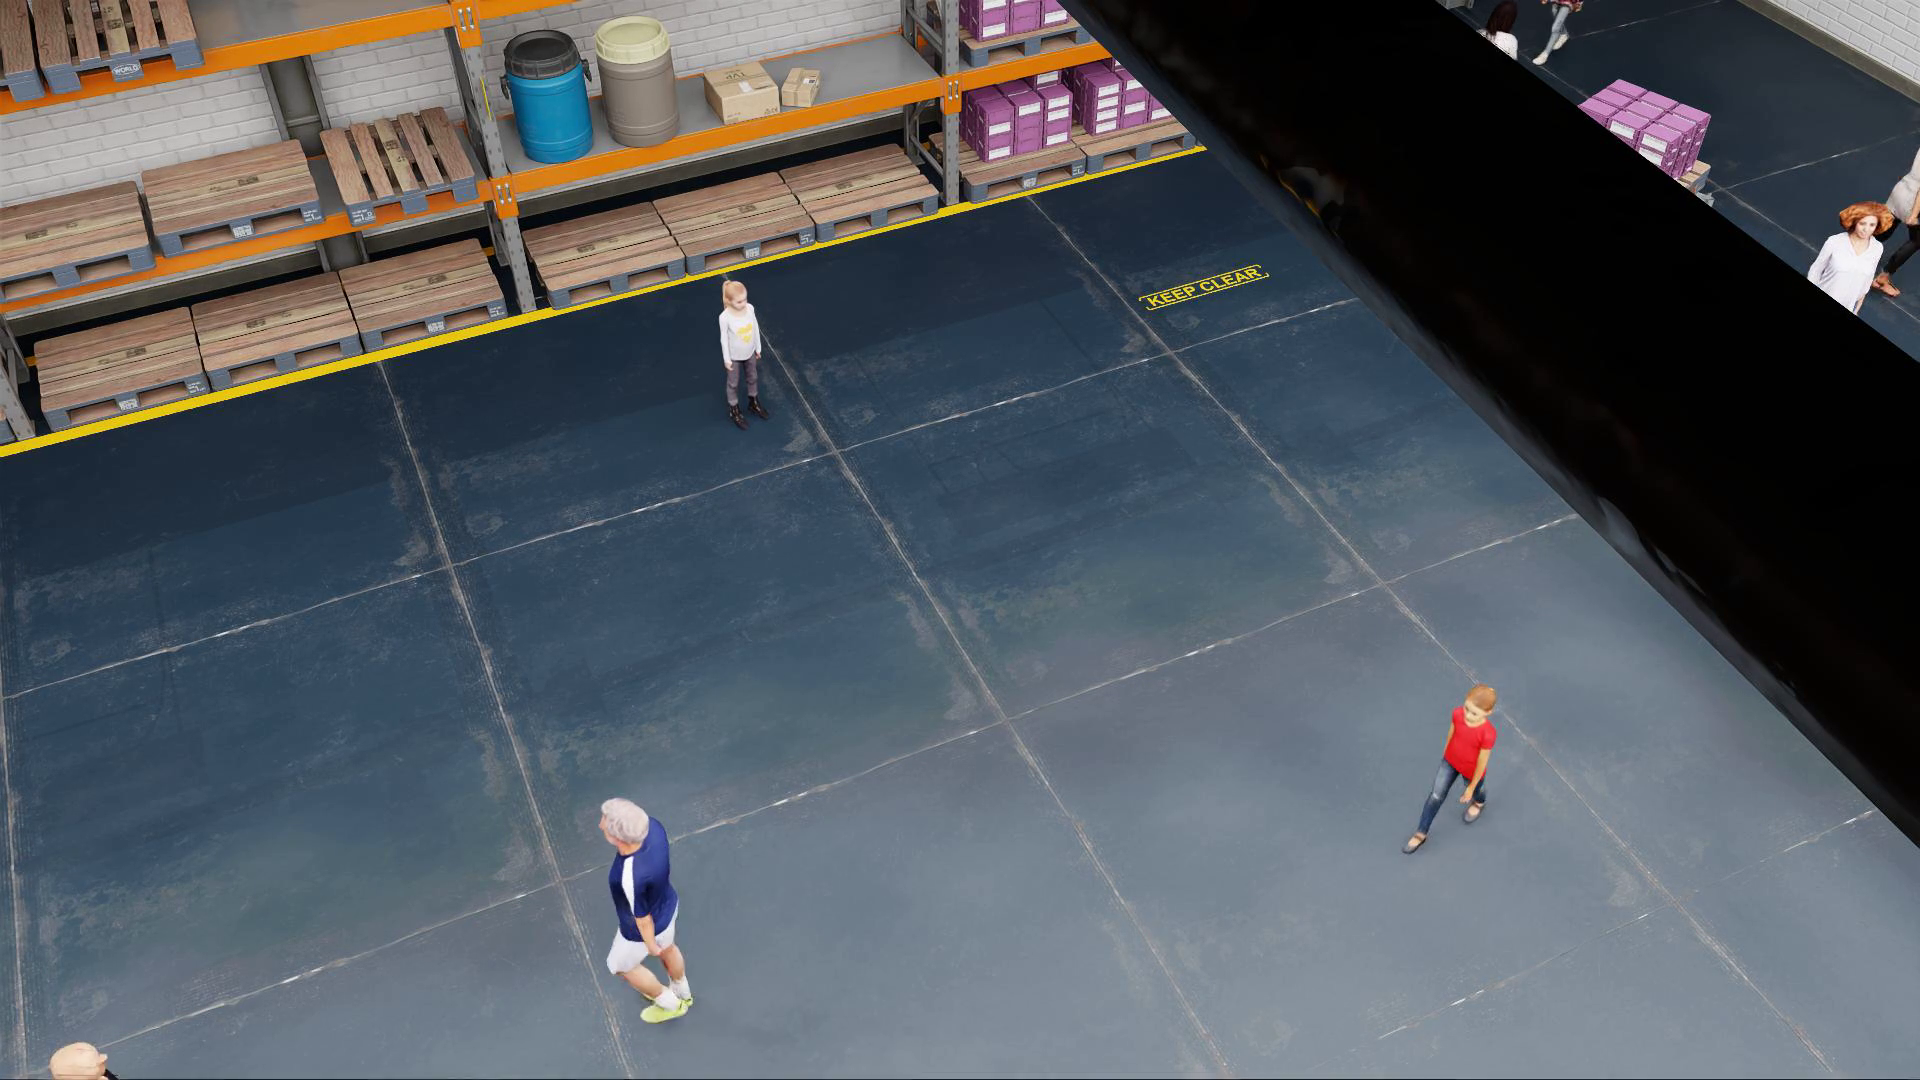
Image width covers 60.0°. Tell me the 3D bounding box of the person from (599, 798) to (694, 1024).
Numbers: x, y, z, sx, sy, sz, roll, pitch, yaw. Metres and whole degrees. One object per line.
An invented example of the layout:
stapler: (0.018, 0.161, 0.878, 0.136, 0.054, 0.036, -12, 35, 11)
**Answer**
person: (-1.583, 1.976, 8.808, 0.786, 1.825, 0.752, 6, 44, 6)

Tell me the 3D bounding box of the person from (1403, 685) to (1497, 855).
person: (3.051, 1.314, 9.893, 0.961, 1.285, 0.647, -30, 51, -27)

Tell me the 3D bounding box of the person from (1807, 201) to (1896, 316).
person: (6.788, -1.887, 12.944, 0.733, 1.712, 0.812, 8, 44, 9)

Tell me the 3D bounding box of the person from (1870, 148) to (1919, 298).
person: (7.817, -2.814, 13.851, 0.819, 1.803, 0.786, -2, 44, -2)

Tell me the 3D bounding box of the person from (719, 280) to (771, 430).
person: (-1.696, -1.455, 12.805, 0.495, 1.278, 0.594, -29, 51, -27)

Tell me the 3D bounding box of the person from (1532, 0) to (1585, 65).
person: (6.267, -5.596, 17.146, 0.959, 1.286, 0.681, -29, 51, -27)

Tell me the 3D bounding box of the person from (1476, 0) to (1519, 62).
person: (4.831, -4.162, 15.427, 1.007, 1.580, 1.208, 24, 48, 23)
